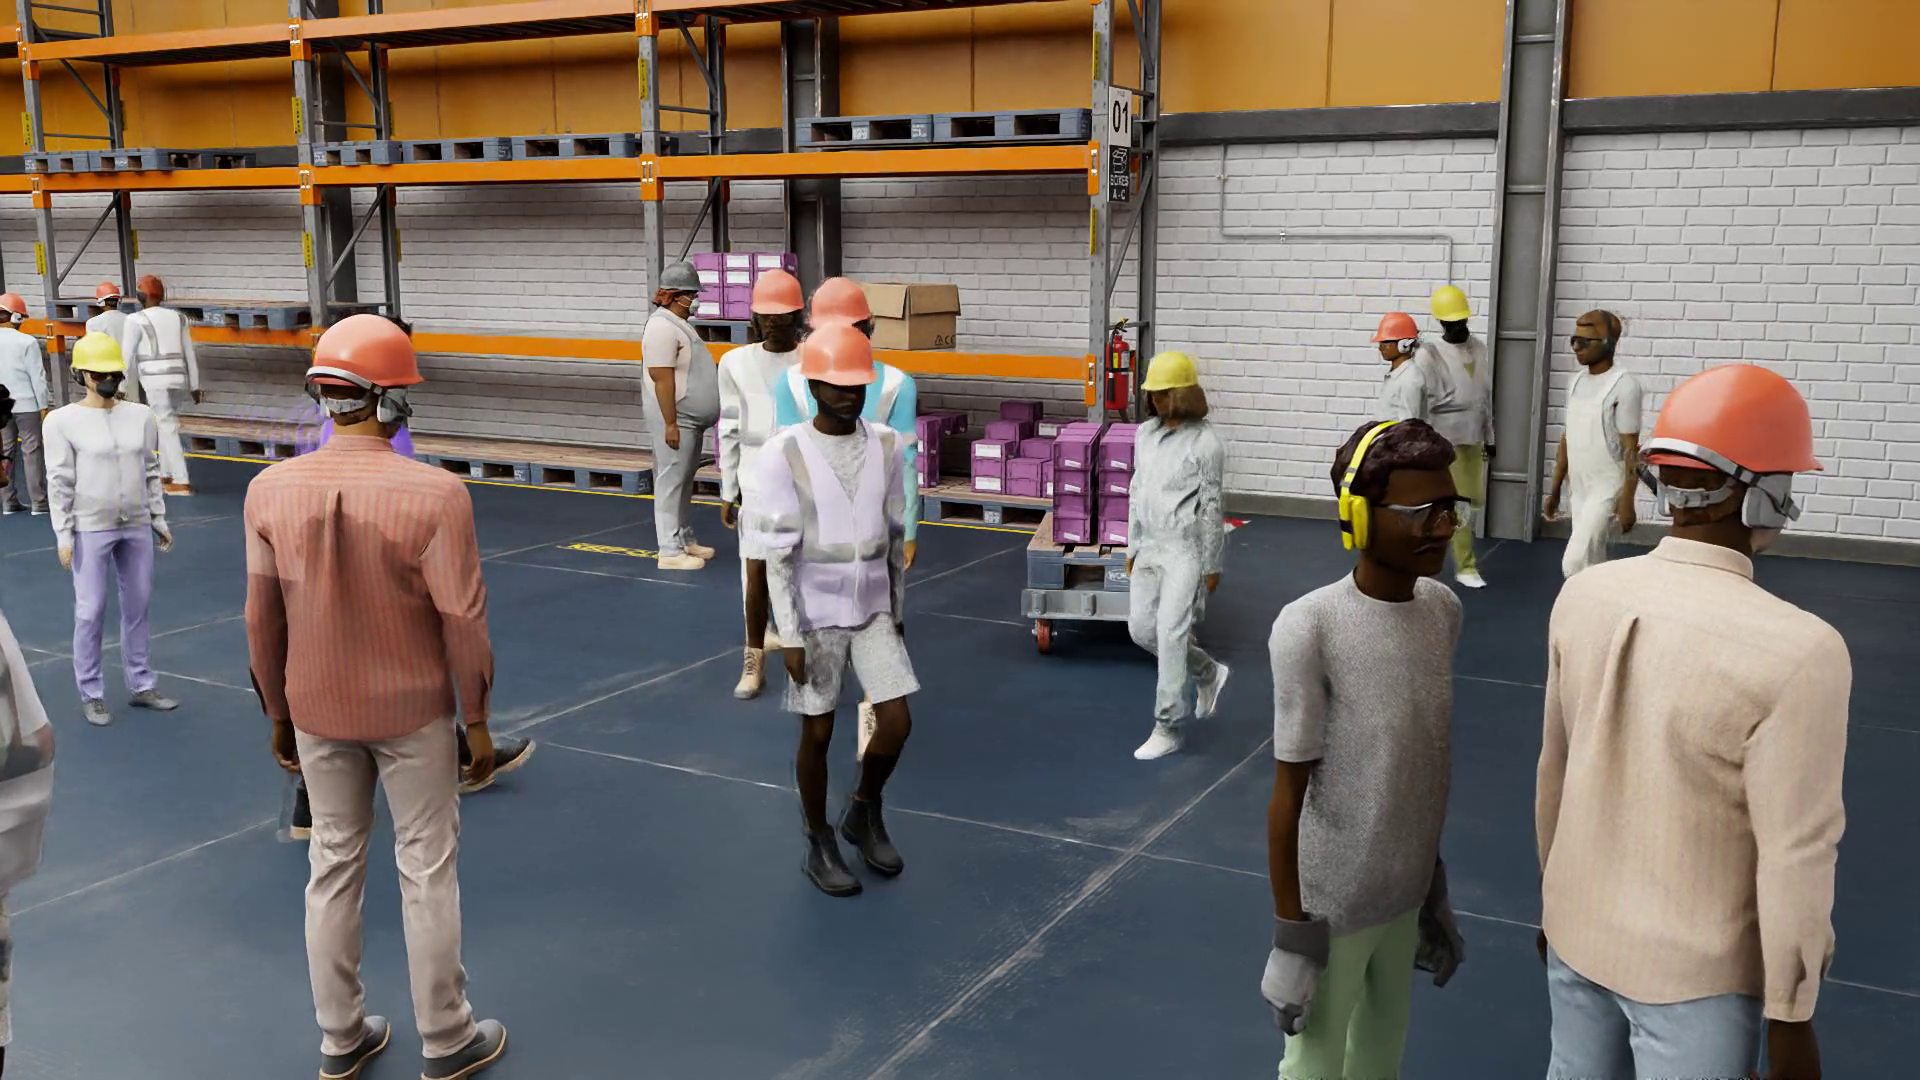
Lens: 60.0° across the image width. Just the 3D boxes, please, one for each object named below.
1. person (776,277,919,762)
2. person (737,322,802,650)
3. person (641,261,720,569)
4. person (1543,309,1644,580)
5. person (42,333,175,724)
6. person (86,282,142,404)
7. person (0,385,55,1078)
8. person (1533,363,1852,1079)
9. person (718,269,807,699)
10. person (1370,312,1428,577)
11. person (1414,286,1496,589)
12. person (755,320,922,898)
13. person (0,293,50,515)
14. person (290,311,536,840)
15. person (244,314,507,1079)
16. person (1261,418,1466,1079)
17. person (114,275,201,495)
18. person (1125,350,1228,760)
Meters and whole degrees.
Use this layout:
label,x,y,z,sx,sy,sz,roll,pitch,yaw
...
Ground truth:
label,x,y,z,sx,sy,sz,roll,pitch,yaw
person,-0.479,-0.112,7.151,0.619,2.023,0.727,0,10,3
person,-0.972,-0.349,8.922,0.429,1.846,0.633,7,13,35
person,-1.829,-0.837,11.061,0.535,2.000,0.682,0,10,2
person,3.144,-0.222,8.263,0.453,1.832,0.504,-2,10,-8
person,-3.843,-0.049,7.534,0.370,1.767,0.532,6,12,32
person,-8.223,-1.630,16.192,0.339,1.752,0.564,6,12,29
person,-1.962,0.624,3.263,0.374,1.963,0.608,-6,12,-30
person,1.236,0.690,2.881,0.431,1.981,0.629,-3,11,-17
person,-0.841,-0.245,7.829,0.607,2.039,0.400,1,10,7
person,2.628,-0.502,10.056,0.357,1.743,0.555,1,10,5
person,3.095,-0.646,10.461,0.653,1.884,0.617,-7,13,-34
person,-0.390,0.244,5.468,0.547,1.917,0.430,-6,12,-30
person,-7.438,-1.070,13.142,0.563,1.744,0.336,2,10,9
person,-2.079,0.114,6.192,1.016,1.905,0.619,-7,12,-33
person,-1.482,0.426,4.260,0.623,1.992,0.396,1,10,7
person,0.765,0.699,3.112,0.513,1.872,0.331,-8,13,-39
person,-6.880,-1.313,14.179,0.848,1.849,0.593,5,11,23
person,0.951,0.045,7.082,0.574,1.723,0.481,-7,13,-35
